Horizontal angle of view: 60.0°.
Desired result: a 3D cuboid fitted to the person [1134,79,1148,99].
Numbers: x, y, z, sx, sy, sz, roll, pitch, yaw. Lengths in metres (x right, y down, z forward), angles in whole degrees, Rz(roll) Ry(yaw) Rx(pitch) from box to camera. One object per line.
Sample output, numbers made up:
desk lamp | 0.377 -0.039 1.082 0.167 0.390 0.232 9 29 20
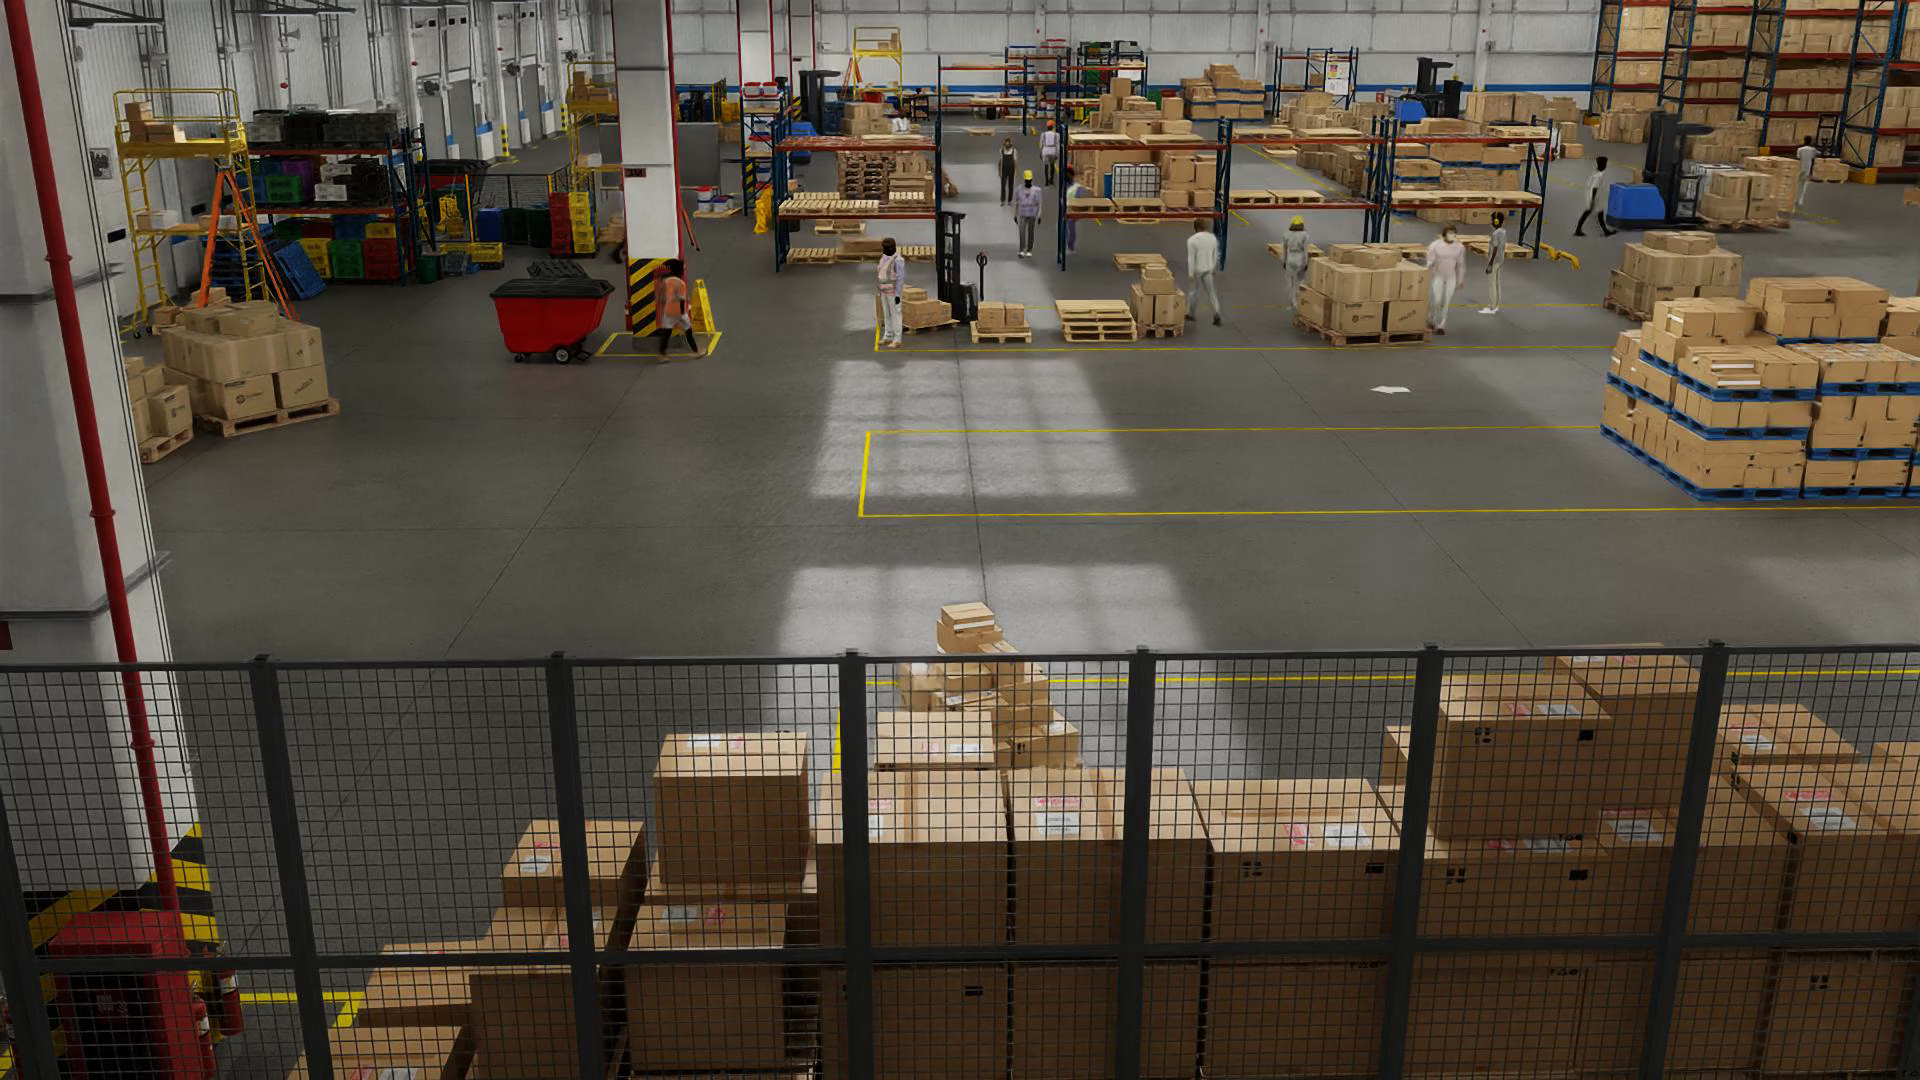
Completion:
person | 7.563 -18.324 69.694 0.627 1.933 0.371 -4 19 -12

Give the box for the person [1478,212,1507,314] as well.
person | 9.803 -5.083 30.520 0.329 1.865 0.507 13 23 34

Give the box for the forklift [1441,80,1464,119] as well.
forklift | 15.644 -13.239 53.146 1.873 2.768 1.129 -1 19 -1

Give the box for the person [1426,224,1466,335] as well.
person | 8.342 -4.453 28.556 0.660 1.921 0.547 -1 19 -3

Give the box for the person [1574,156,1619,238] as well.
person | 15.168 -8.126 39.464 1.015 1.907 0.629 4 19 11

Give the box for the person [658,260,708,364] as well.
person | -4.493 -3.659 26.612 0.550 1.644 0.894 17 25 40

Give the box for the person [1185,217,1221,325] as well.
person | 4.335 -4.778 29.561 0.650 1.900 0.984 -9 21 -24

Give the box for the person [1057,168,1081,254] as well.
person | 2.425 -7.353 37.185 0.496 1.901 0.630 -17 25 -40

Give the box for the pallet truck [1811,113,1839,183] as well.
pallet truck | 26.403 -11.957 50.702 0.823 1.965 1.885 6 19 16

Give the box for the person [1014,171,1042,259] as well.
person | 1.485 -7.137 36.565 0.612 1.884 0.925 2 19 6

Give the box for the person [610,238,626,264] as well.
person | -7.128 -6.905 35.886 0.908 1.902 0.544 -10 21 -27

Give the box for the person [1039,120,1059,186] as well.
person | 2.665 -11.578 49.741 0.565 1.890 0.980 0 19 0

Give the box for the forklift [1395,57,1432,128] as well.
forklift | 19.108 -18.499 68.749 1.873 2.768 1.129 -1 19 -1

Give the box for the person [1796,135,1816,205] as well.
person | 23.082 -10.134 45.537 0.543 1.831 0.871 3 19 10

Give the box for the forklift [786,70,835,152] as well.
forklift | -5.368 -15.171 58.877 1.873 2.768 1.129 -10 21 -28

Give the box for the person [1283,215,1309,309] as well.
person | 6.280 -5.193 31.042 0.518 1.722 0.567 11 21 29

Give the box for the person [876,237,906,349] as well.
person | -1.162 -4.114 27.686 0.429 1.838 0.620 -11 22 -30

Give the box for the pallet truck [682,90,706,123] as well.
pallet truck | -9.671 -15.907 62.421 0.823 1.965 1.885 5 19 15

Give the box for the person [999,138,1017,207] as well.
person | 1.294 -9.944 45.023 0.516 1.802 0.928 1 19 4

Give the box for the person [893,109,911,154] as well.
person | -1.878 -13.186 54.553 0.604 1.859 0.577 -11 21 -29

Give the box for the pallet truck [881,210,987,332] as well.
pallet truck | -0.493 -4.759 29.349 1.885 1.965 0.823 -13 23 -34

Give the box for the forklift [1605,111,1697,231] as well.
forklift | 17.028 -9.031 40.662 1.873 2.768 1.129 -1 19 -2

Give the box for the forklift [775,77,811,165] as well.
forklift | -5.920 -13.893 55.085 1.873 2.768 1.129 -1 19 -1
